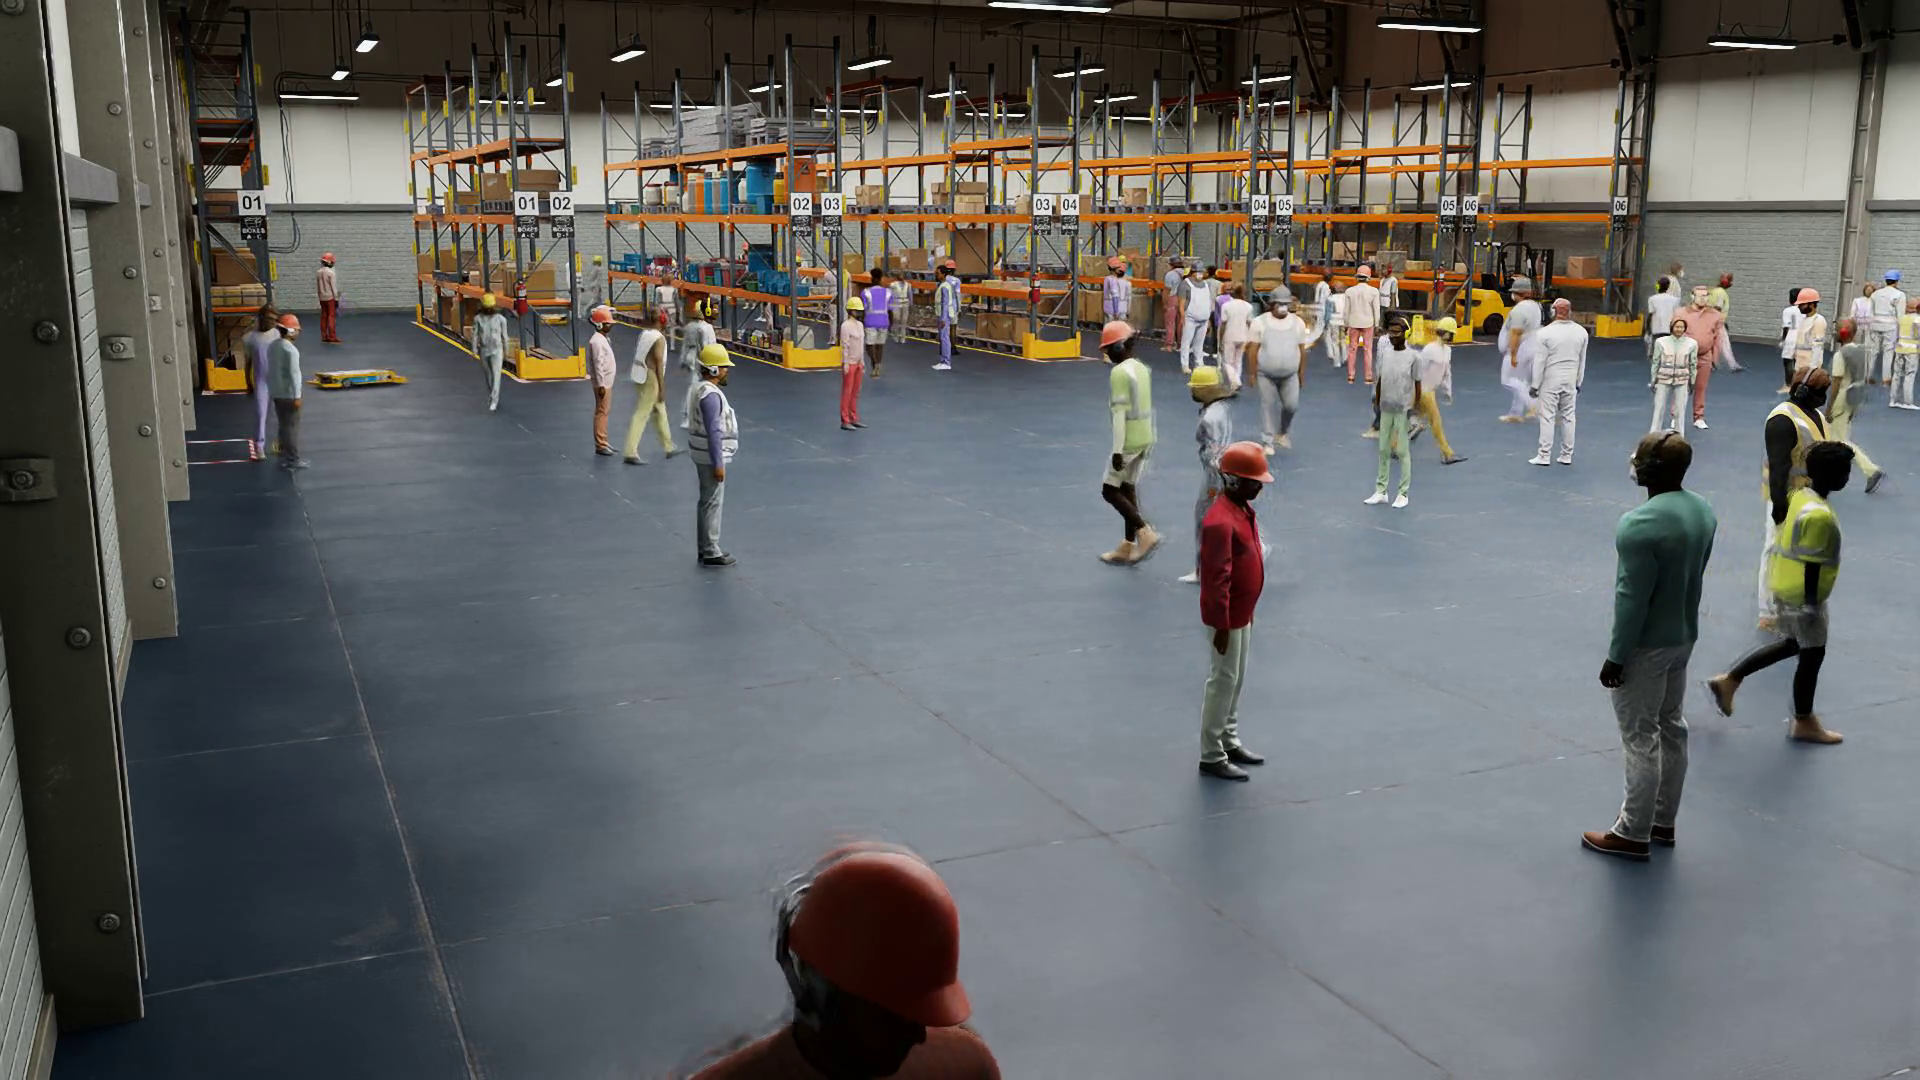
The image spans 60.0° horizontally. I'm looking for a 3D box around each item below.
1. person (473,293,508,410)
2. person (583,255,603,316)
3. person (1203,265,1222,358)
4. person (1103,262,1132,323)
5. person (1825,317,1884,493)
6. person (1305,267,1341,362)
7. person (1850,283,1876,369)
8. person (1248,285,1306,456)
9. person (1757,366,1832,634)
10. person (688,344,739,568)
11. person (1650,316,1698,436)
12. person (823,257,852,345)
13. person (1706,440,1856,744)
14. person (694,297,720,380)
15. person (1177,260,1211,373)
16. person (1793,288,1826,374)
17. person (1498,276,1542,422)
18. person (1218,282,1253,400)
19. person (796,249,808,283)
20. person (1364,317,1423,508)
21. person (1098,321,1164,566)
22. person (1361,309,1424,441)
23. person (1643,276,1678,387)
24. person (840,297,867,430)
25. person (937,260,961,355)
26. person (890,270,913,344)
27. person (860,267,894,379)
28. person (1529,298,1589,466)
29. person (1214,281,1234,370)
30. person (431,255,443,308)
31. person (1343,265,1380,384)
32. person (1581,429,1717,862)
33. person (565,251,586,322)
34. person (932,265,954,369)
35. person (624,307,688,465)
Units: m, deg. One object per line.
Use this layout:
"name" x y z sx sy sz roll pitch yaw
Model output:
"person" -6.929 -2.810 24.642 0.484 1.717 0.777 0 11 -2
"person" -10.120 -7.013 46.026 0.698 1.719 0.495 -8 13 -34
"person" 5.028 -4.577 33.307 0.372 1.852 0.584 -10 15 -42
"person" 3.177 -4.636 33.496 0.568 1.899 0.901 0 11 0
"person" 9.161 -1.390 17.167 0.796 1.820 0.575 11 15 43
"person" 6.957 -4.362 32.205 0.934 1.855 0.590 1 11 3
"person" 16.276 -3.804 29.899 0.533 1.625 0.414 9 14 38
"person" 3.775 -2.023 19.811 0.697 2.000 0.535 0 11 1
"person" 5.767 -0.278 11.466 0.622 1.838 0.429 -10 15 -42
"person" -2.007 -0.684 13.575 0.404 1.824 0.586 -3 11 -13
"person" 8.702 -1.910 20.292 0.519 1.633 0.314 4 12 19
"person" -2.688 -5.224 36.421 0.638 1.910 0.407 -4 12 -18
"person" 4.503 0.278 9.043 0.606 1.680 0.554 3 12 17
"person" -3.077 -2.028 20.314 0.328 1.861 0.507 -1 11 -6
"person" 4.273 -4.029 30.007 0.684 2.000 0.538 -7 13 -31
"person" 10.759 -2.232 21.186 0.389 1.924 0.549 1 11 4
"person" 7.700 -2.607 22.780 0.655 2.000 0.685 10 15 40
"person" 4.246 -3.051 25.577 0.532 1.827 0.541 -2 11 -12
"person" -5.063 -8.279 52.380 0.574 1.737 0.354 -2 11 -9
"person" 4.268 -1.252 16.332 0.329 1.872 0.509 -11 16 -44
"person" 1.367 -0.774 13.558 0.579 2.003 0.671 6 13 28
"person" 5.492 -2.074 21.010 0.537 1.674 0.757 -10 15 -42
"person" 11.521 -3.392 27.252 0.535 1.851 0.676 -1 11 -7
"person" -1.406 -2.355 22.200 0.326 1.767 0.533 5 12 24
"person" -0.204 -4.716 33.793 0.546 1.928 0.383 5 12 26
"person" -1.287 -5.137 36.671 0.540 1.623 0.372 -4 12 -21
"person" -1.427 -3.737 28.777 0.622 1.944 0.640 -4 12 -19
"person" 6.809 -1.798 19.008 0.639 1.910 0.407 -2 11 -12
"person" 4.899 -3.916 30.451 0.512 1.642 0.312 6 13 29
"person" -14.862 -7.288 47.266 0.524 1.770 0.315 7 13 31
"person" 6.777 -3.624 28.063 0.610 1.996 0.378 5 12 24
"person" 3.078 0.466 7.423 0.631 1.940 0.372 -9 14 -39
"person" -10.170 -6.703 43.997 0.350 1.882 0.583 6 13 27
"person" -0.308 -4.116 30.753 0.385 1.921 0.596 -1 11 -6
"person" -3.521 -1.788 19.267 0.934 1.783 0.683 -6 12 -27
